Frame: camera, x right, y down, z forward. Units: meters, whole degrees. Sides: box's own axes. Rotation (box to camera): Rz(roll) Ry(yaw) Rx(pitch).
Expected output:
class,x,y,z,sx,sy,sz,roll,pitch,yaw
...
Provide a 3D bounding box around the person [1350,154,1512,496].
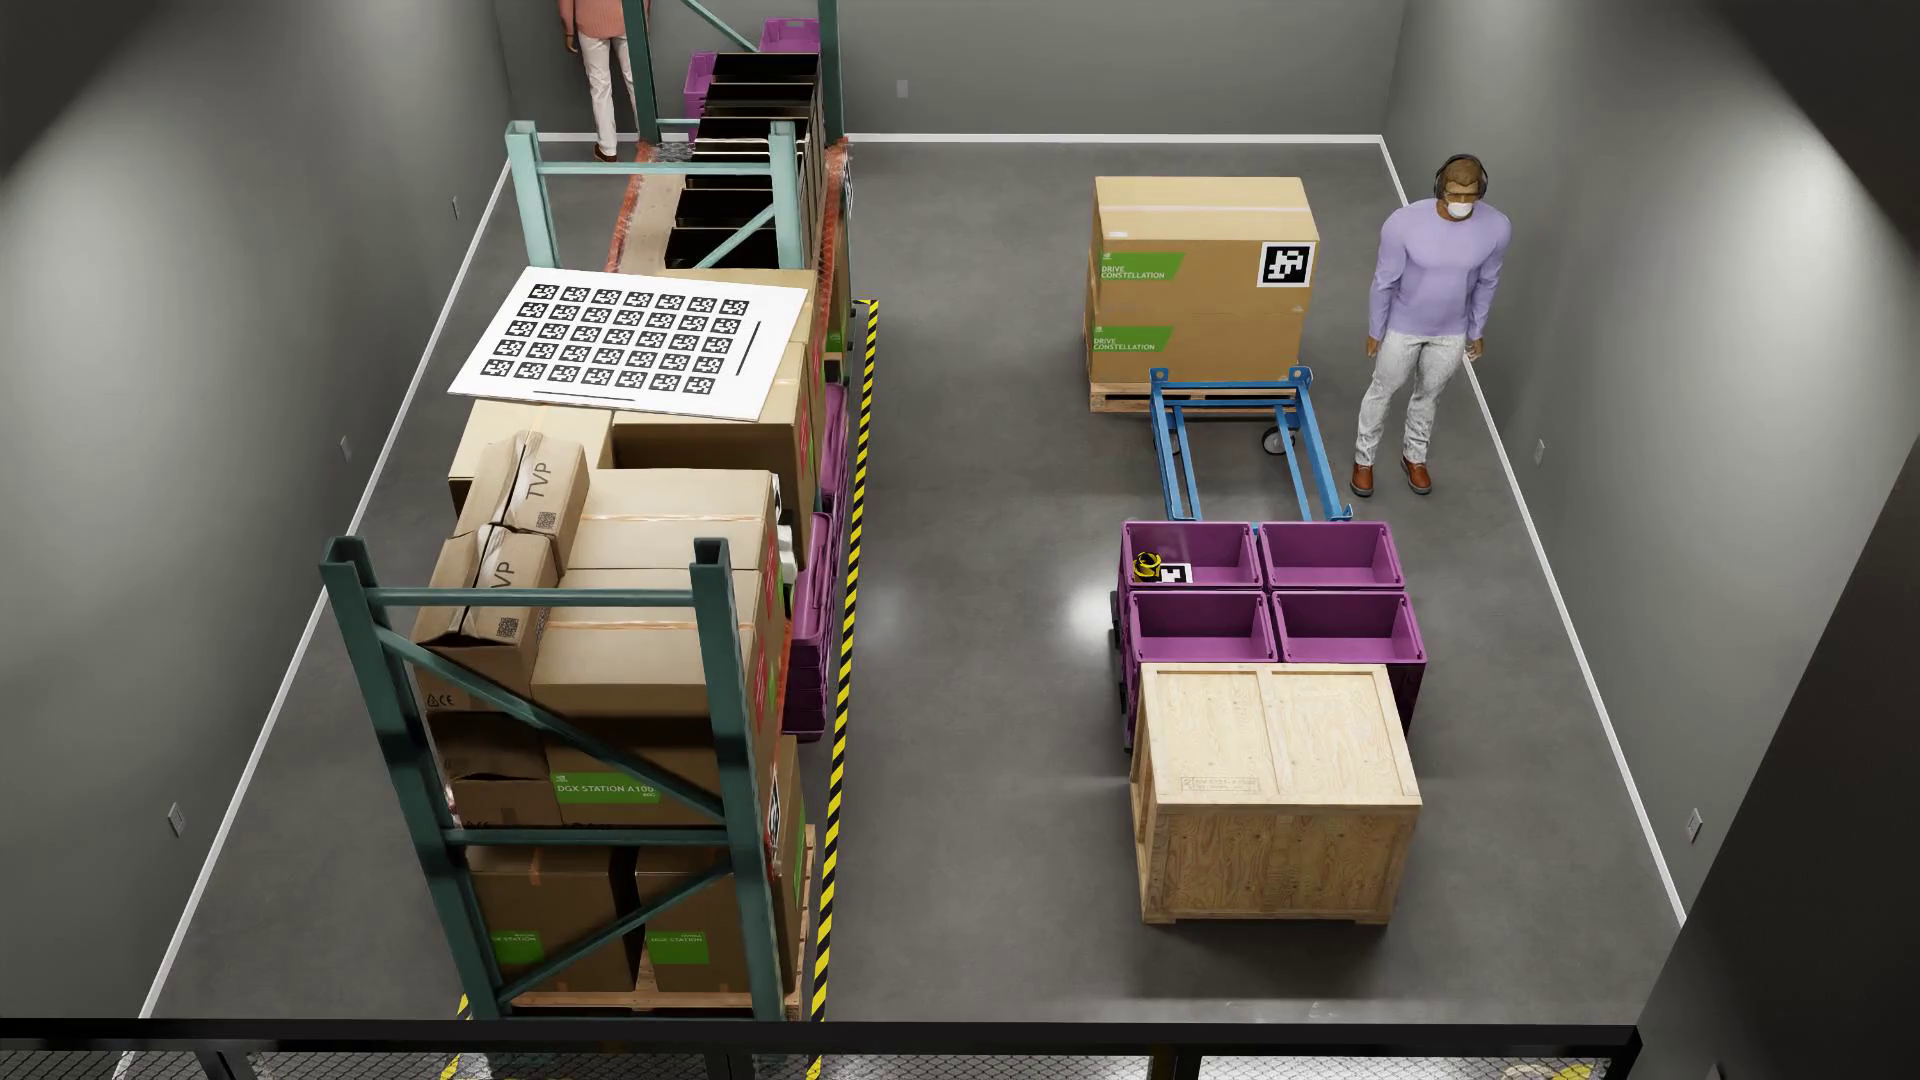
class,x,y,z,sx,sy,sz,roll,pitch,yaw
person,2.338,-1.061,8.323,0.629,1.940,0.378,0,41,0

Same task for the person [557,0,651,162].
class,x,y,z,sx,sy,sz,roll,pitch,yaw
person,-2.335,-3.422,10.974,0.608,1.995,0.377,-16,44,-17

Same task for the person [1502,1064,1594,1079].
class,x,y,z,sx,sy,sz,roll,pitch,yaw
person,1.620,2.067,4.835,0.403,1.831,0.595,6,42,7
